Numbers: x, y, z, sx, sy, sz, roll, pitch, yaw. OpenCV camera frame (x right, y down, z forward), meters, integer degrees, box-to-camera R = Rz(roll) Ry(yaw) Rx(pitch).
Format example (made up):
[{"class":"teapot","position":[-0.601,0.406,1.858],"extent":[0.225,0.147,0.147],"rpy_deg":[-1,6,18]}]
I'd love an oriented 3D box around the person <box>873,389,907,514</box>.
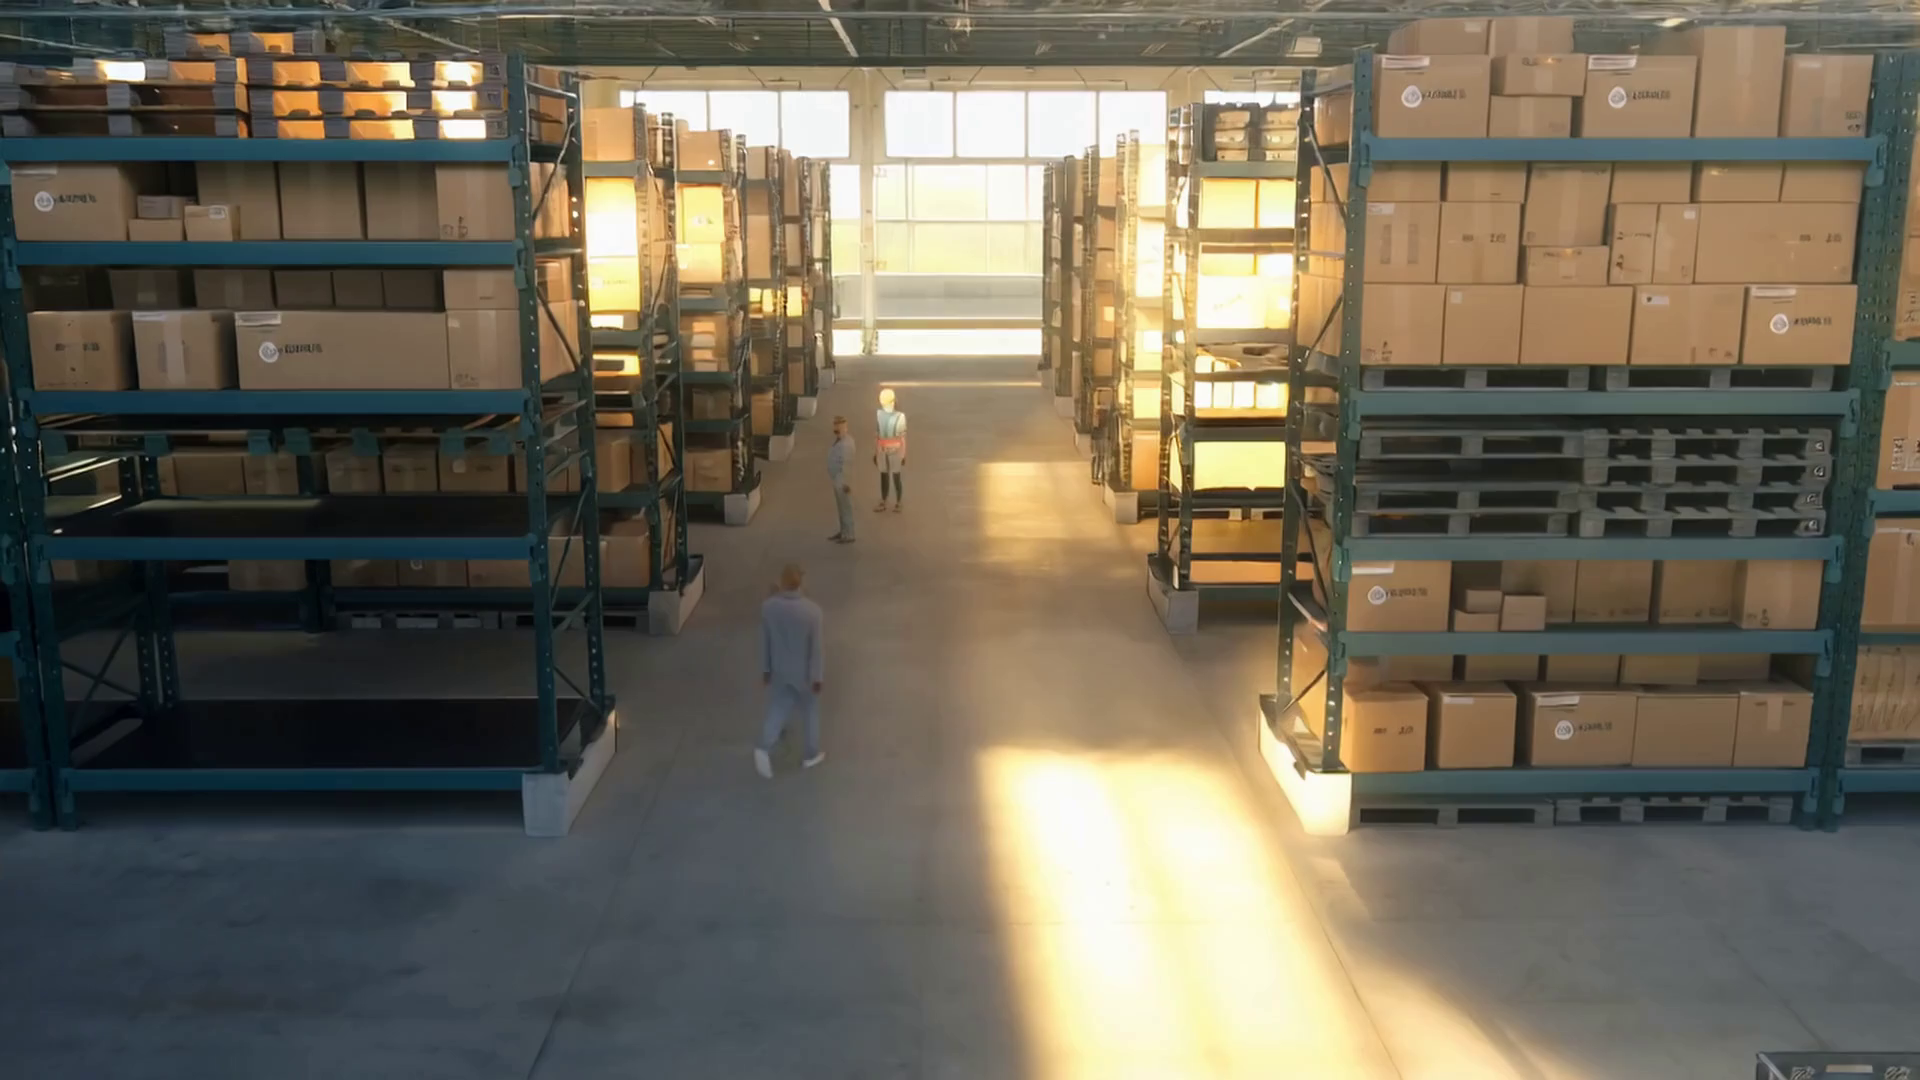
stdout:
[{"class":"person","position":[-1.157,-1.432,26.890],"extent":[0.614,2.038,0.395],"rpy_deg":[7,13,31]}]

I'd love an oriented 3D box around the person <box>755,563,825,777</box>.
[{"class":"person","position":[-1.501,1.141,14.570],"extent":[0.644,1.876,0.824],"rpy_deg":[4,12,21]}]

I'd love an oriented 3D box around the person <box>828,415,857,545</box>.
[{"class":"person","position":[-1.748,-0.893,24.554],"extent":[0.409,1.908,0.639],"rpy_deg":[-4,12,-18]}]

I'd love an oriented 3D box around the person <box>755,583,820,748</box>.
[{"class":"person","position":[-1.577,1.111,15.394],"extent":[0.571,1.588,0.779],"rpy_deg":[8,14,33]}]

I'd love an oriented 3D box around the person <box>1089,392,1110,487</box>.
[{"class":"person","position":[2.487,-1.795,29.562],"extent":[0.318,1.691,0.530],"rpy_deg":[-6,13,-27]}]
